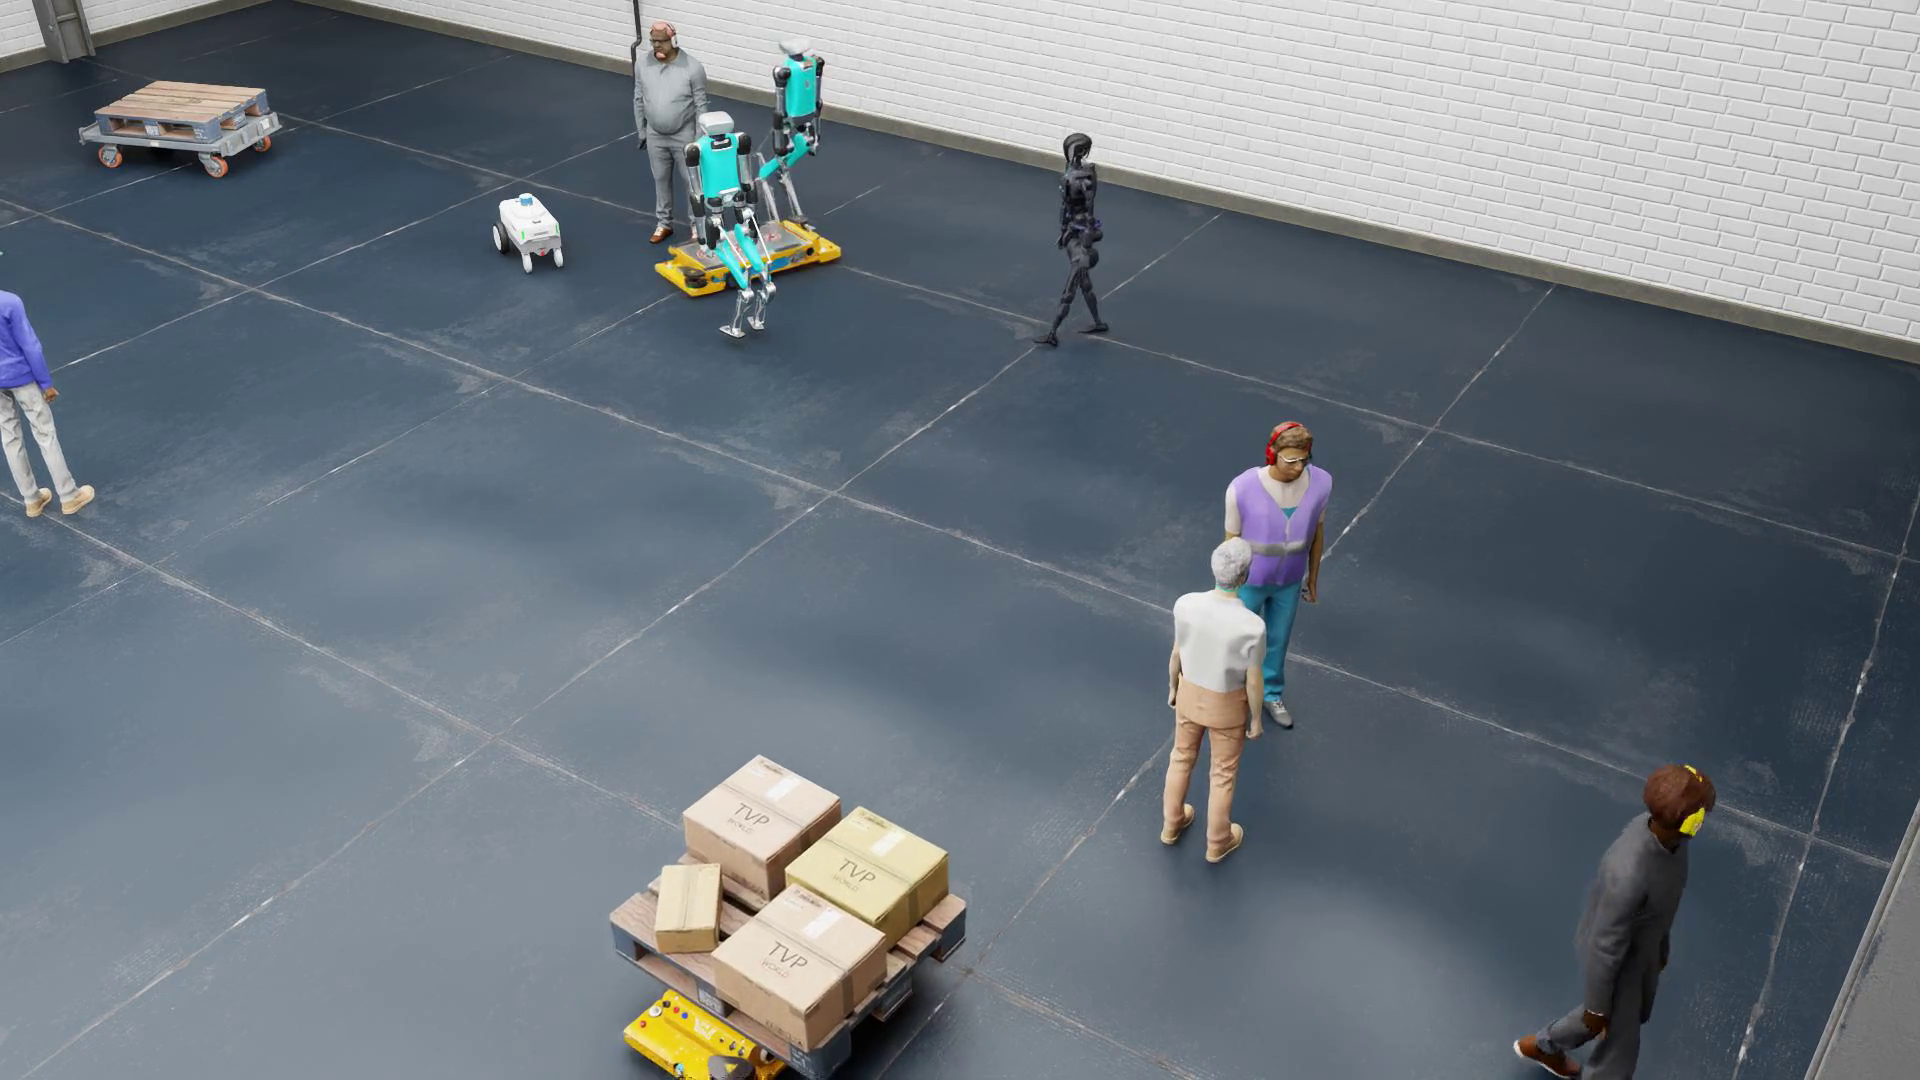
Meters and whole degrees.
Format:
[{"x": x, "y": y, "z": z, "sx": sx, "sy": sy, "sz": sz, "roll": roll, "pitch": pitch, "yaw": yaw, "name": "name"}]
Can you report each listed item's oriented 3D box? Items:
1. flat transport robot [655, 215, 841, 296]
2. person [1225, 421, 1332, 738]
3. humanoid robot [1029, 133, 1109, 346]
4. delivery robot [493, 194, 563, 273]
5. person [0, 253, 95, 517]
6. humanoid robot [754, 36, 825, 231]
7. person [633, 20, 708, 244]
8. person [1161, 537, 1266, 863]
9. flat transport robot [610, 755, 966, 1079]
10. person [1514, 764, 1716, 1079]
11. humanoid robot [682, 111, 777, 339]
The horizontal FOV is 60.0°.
[{"x": -1.780, "y": -2.395, "z": 13.982, "sx": 1.431, "sy": 0.231, "sz": 0.659, "roll": -21, "pitch": 38, "yaw": -30, "name": "flat transport robot"}, {"x": 1.578, "y": 0.188, "z": 8.519, "sx": 0.557, "sy": 1.837, "sz": 0.391, "roll": -8, "pitch": 34, "yaw": -12, "name": "person"}, {"x": 0.838, "y": -2.260, "z": 12.491, "sx": 0.711, "sy": 1.630, "sz": 0.609, "roll": -9, "pitch": 34, "yaw": -14, "name": "humanoid robot"}, {"x": -3.641, "y": -2.642, "z": 14.091, "sx": 0.499, "sy": 0.581, "sz": 0.774, "roll": -16, "pitch": 36, "yaw": -23, "name": "delivery robot"}, {"x": -5.891, "y": -1.007, "z": 10.346, "sx": 0.462, "sy": 1.869, "sz": 0.360, "roll": -1, "pitch": 33, "yaw": -2, "name": "person"}, {"x": -1.515, "y": -3.460, "z": 14.258, "sx": 0.690, "sy": 1.752, "sz": 0.531, "roll": 24, "pitch": 40, "yaw": 33, "name": "humanoid robot"}, {"x": -2.444, "y": -3.433, "z": 14.086, "sx": 0.642, "sy": 1.908, "sz": 0.414, "roll": 6, "pitch": 33, "yaw": 9, "name": "person"}, {"x": 1.180, "y": 0.753, "z": 7.728, "sx": 0.478, "sy": 1.739, "sz": 0.311, "roll": 19, "pitch": 37, "yaw": 27, "name": "person"}, {"x": -0.740, "y": 1.868, "z": 7.349, "sx": 0.659, "sy": 0.231, "sz": 1.431, "roll": 22, "pitch": 39, "yaw": 30, "name": "flat transport robot"}, {"x": 2.503, "y": 1.602, "z": 6.291, "sx": 0.576, "sy": 1.854, "sz": 0.555, "roll": 27, "pitch": 41, "yaw": 35, "name": "person"}, {"x": -1.634, "y": -2.276, "z": 12.316, "sx": 0.533, "sy": 1.677, "sz": 0.735, "roll": -20, "pitch": 38, "yaw": -28, "name": "humanoid robot"}]
